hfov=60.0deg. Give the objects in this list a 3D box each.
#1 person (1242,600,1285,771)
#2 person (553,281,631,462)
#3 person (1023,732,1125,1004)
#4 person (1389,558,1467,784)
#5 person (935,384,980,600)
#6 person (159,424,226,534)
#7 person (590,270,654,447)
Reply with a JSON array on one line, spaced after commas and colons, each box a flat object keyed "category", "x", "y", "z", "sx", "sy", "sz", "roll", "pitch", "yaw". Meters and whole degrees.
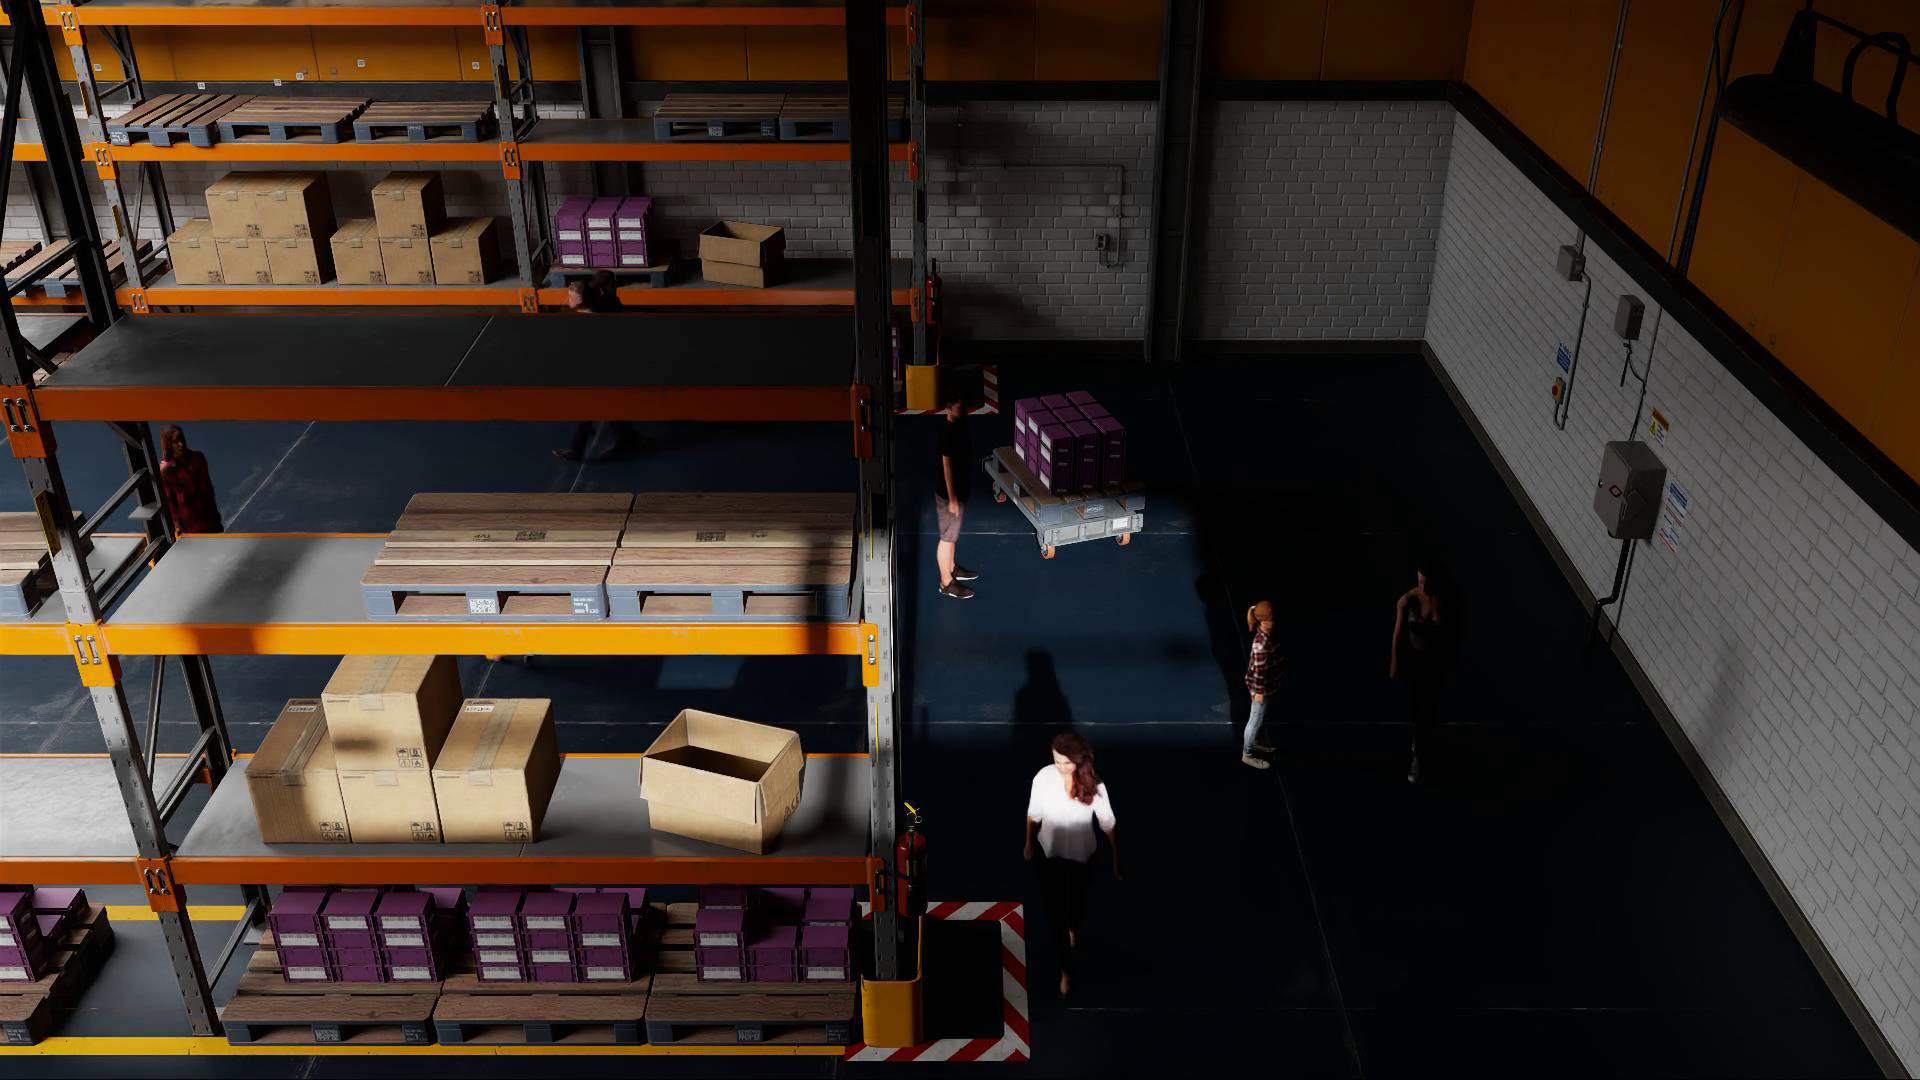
[{"category": "person", "x": 2.142, "y": 0.997, "z": 11.819, "sx": 0.629, "sy": 1.306, "sz": 0.603, "roll": 11, "pitch": 31, "yaw": 20}, {"category": "person", "x": -3.464, "y": -1.657, "z": 16.186, "sx": 1.093, "sy": 1.785, "sz": 0.881, "roll": -12, "pitch": 31, "yaw": -21}, {"category": "person", "x": 0.623, "y": 1.814, "z": 9.852, "sx": 0.815, "sy": 1.756, "sz": 0.802, "roll": -1, "pitch": 29, "yaw": -2}, {"category": "person", "x": 3.295, "y": 0.829, "z": 11.702, "sx": 0.913, "sy": 1.714, "sz": 0.842, "roll": 5, "pitch": 29, "yaw": 8}, {"category": "person", "x": -0.062, "y": -0.437, "z": 13.868, "sx": 0.658, "sy": 1.861, "sz": 0.723, "roll": 5, "pitch": 29, "yaw": 10}, {"category": "person", "x": -6.307, "y": -0.191, "z": 13.592, "sx": 0.854, "sy": 1.694, "sz": 0.779, "roll": 14, "pitch": 31, "yaw": 23}, {"category": "person", "x": -3.499, "y": -1.783, "z": 16.370, "sx": 0.997, "sy": 1.830, "sz": 0.733, "roll": 0, "pitch": 29, "yaw": 0}]
